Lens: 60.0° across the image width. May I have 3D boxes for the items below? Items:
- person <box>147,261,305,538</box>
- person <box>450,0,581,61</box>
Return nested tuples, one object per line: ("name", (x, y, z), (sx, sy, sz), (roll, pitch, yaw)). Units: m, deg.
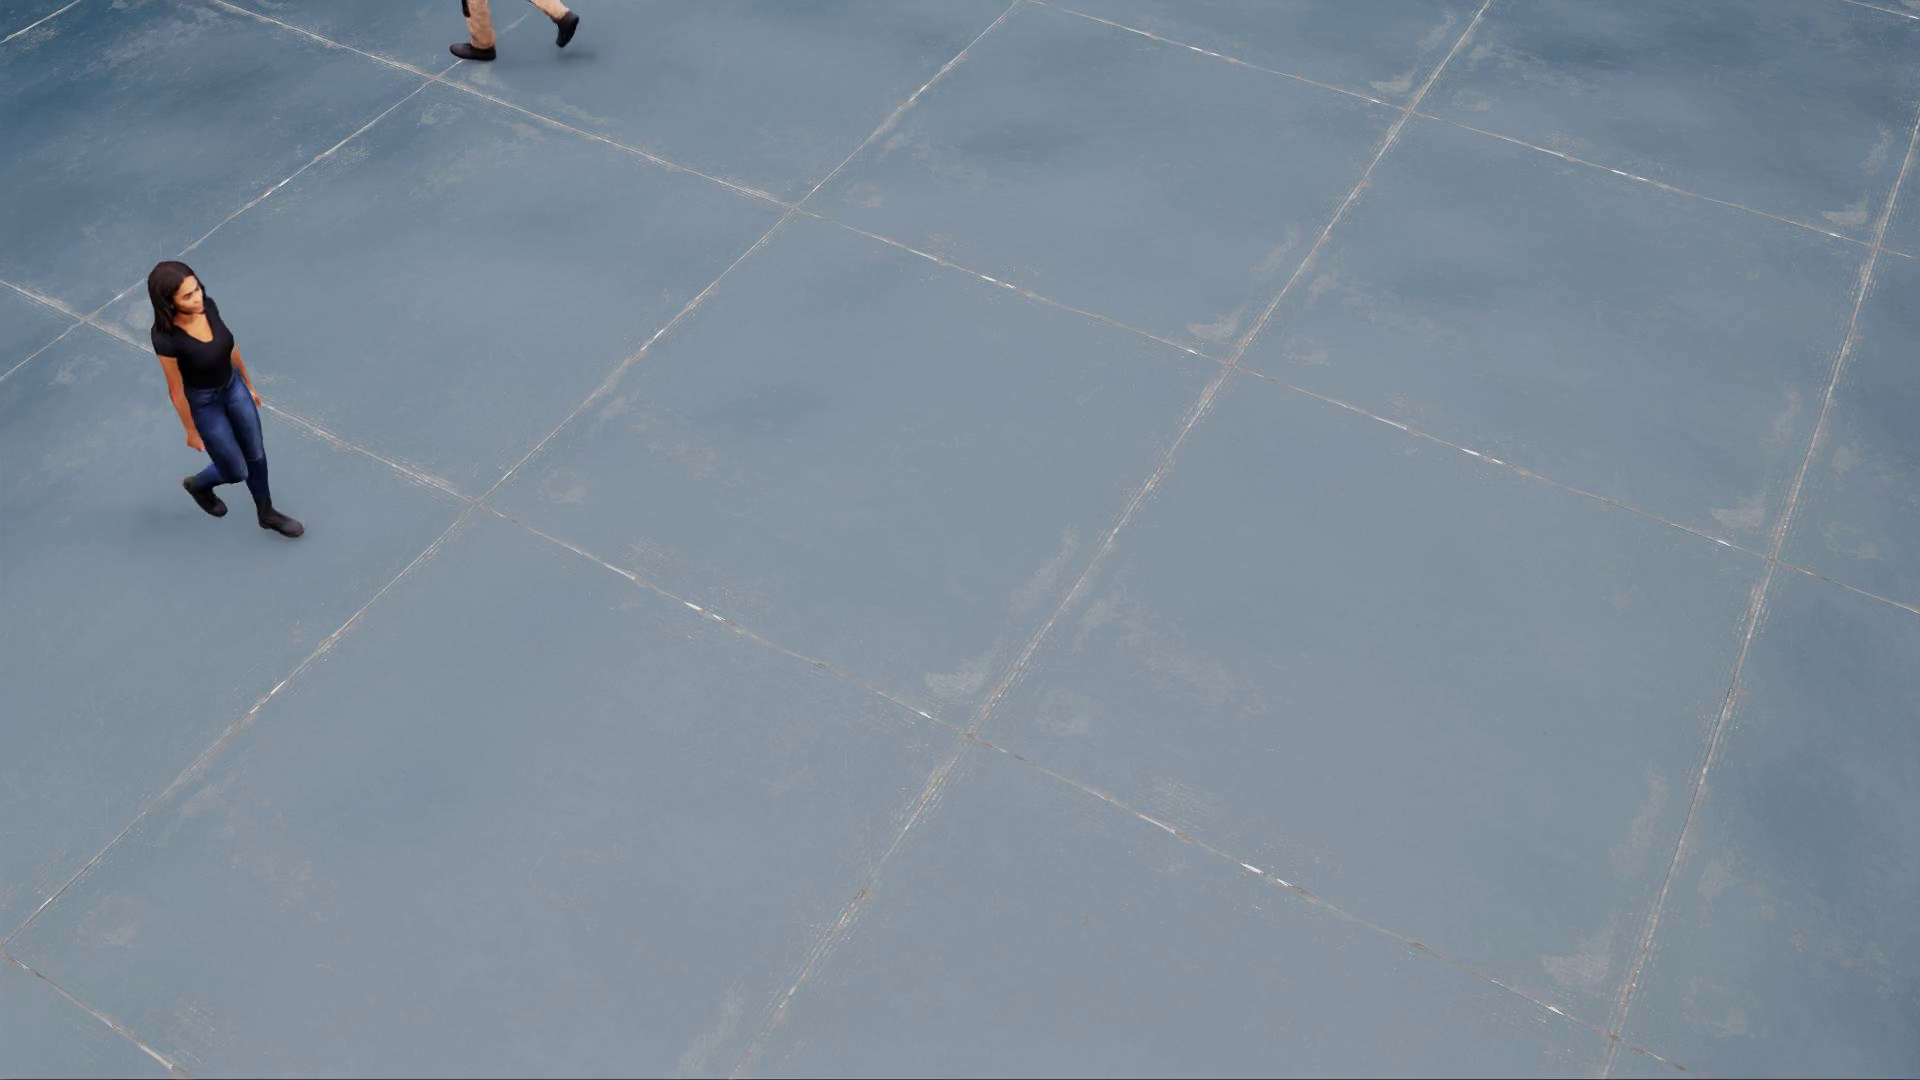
("person", (-3.645, -0.657, 8.003), (0.860, 1.721, 0.680), (12, 48, 11))
("person", (-3.084, -4.038, 11.005), (1.260, 1.902, 0.989), (4, 47, 4))
